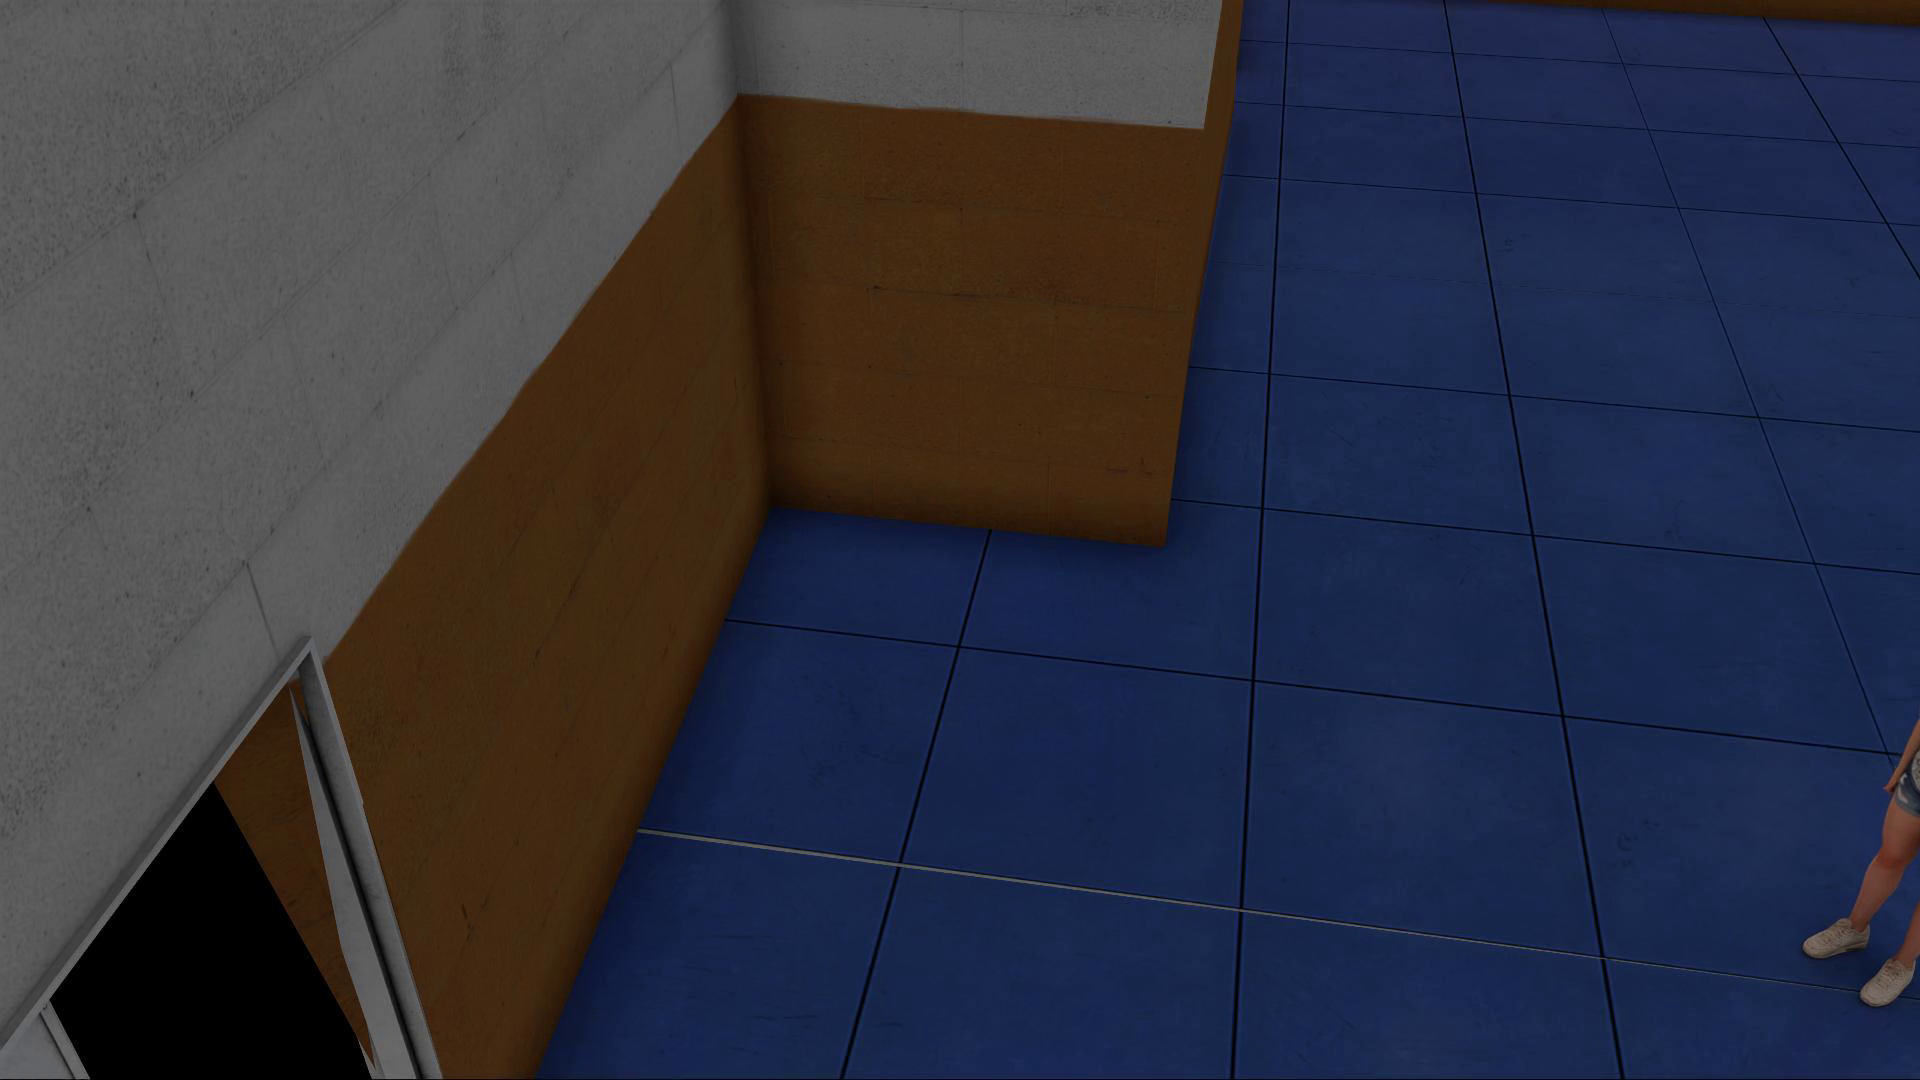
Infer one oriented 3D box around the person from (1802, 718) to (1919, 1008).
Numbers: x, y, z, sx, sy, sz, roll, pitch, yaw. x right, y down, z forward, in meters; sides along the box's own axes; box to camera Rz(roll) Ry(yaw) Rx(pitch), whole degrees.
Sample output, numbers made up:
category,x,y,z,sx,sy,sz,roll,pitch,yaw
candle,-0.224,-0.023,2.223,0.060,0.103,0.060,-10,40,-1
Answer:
category,x,y,z,sx,sy,sz,roll,pitch,yaw
person,3.358,0.882,5.611,0.674,1.759,0.647,-16,40,-20
